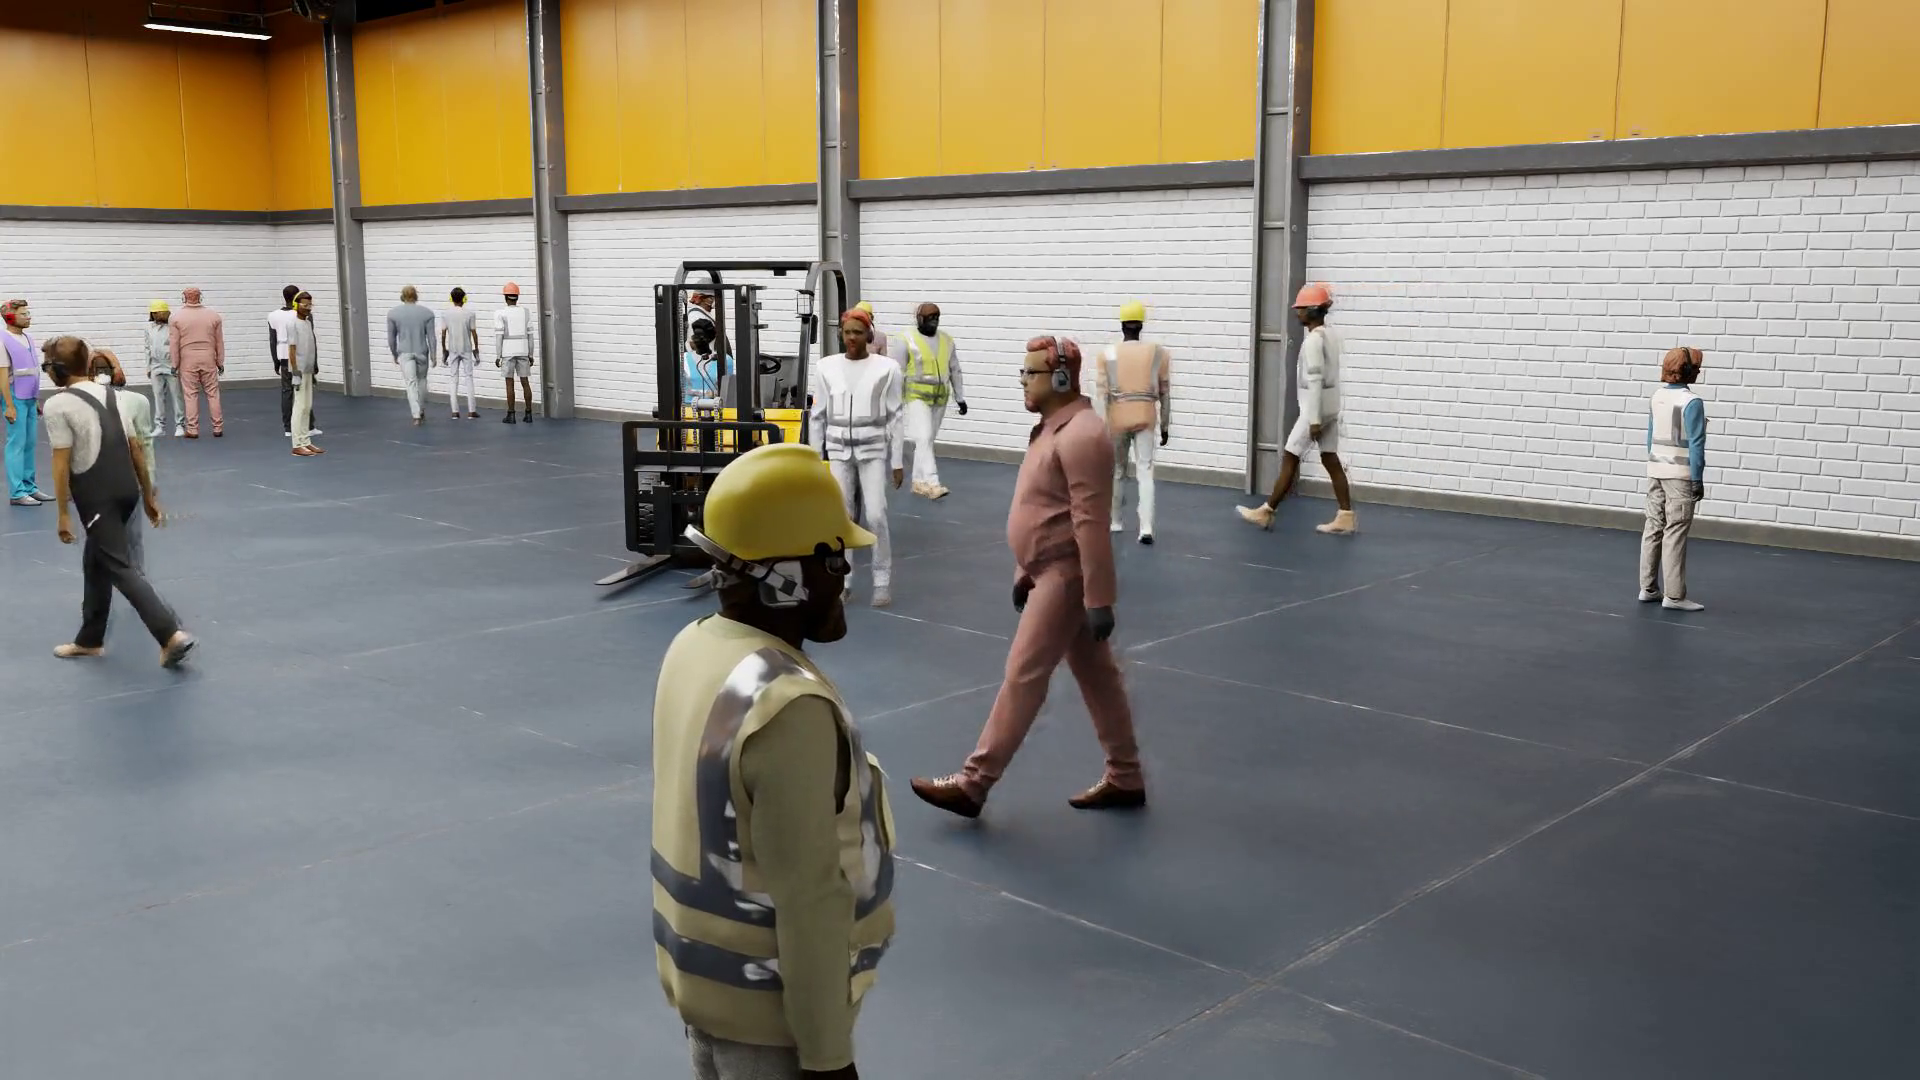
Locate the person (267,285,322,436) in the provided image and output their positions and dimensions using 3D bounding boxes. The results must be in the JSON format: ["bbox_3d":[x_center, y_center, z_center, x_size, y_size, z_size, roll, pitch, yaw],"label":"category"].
[{"bbox_3d":[-8.442,-2.265,21.095,0.587,1.914,0.390,0,9,3],"label":"person"}]

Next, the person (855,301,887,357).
[{"bbox_3d":[-1.042,-1.719,18.189,0.524,1.769,0.314,-5,10,-27],"label":"person"}]

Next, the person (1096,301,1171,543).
[{"bbox_3d":[1.358,-0.929,13.034,0.607,1.881,1.011,-1,9,-3],"label":"person"}]

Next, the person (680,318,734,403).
[{"bbox_3d":[-2.219,-1.083,14.493,0.536,1.699,0.322,-1,9,-6],"label":"person"}]

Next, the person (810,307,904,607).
[{"bbox_3d":[-0.649,-0.518,10.476,0.590,1.880,0.376,2,9,12],"label":"person"}]

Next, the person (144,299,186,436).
[{"bbox_3d":[-10.066,-2.174,21.056,0.488,1.740,0.318,0,9,0],"label":"person"}]

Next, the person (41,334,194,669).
[{"bbox_3d":[-4.474,-0.200,8.842,0.942,1.795,0.547,2,10,13],"label":"person"}]

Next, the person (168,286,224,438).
[{"bbox_3d":[-9.585,-2.228,20.887,0.651,1.906,0.401,-7,12,-38],"label":"person"}]

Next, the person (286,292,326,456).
[{"bbox_3d":[-7.470,-1.891,18.957,0.327,1.863,0.514,0,9,2],"label":"person"}]

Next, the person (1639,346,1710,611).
[{"bbox_3d":[4.457,-0.382,10.381,0.307,1.641,0.514,-2,9,-11],"label":"person"}]

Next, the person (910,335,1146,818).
[{"bbox_3d":[0.288,0.155,6.390,0.981,1.858,0.674,-1,9,-4],"label":"person"}]

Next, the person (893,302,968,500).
[{"bbox_3d":[-0.238,-1.282,15.375,0.647,1.800,0.890,-7,11,-35],"label":"person"}]

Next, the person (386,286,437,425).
[{"bbox_3d":[-7.523,-2.532,22.842,0.620,1.872,1.098,-4,10,-25],"label":"person"}]

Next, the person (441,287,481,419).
[{"bbox_3d":[-7.078,-2.648,23.578,0.533,1.868,0.310,-1,9,-4],"label":"person"}]

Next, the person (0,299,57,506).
[{"bbox_3d":[-8.457,-1.232,14.949,0.386,1.849,0.568,-1,9,-6],"label":"person"}]

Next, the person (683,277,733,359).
[{"bbox_3d":[-2.770,-1.879,18.333,0.535,2.000,0.679,-1,9,-7],"label":"person"}]

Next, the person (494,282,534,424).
[{"bbox_3d":[-6.140,-2.569,22.879,0.552,1.934,0.373,-7,11,-35],"label":"person"}]

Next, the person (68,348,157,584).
[{"bbox_3d":[-5.266,-0.370,10.323,0.507,1.632,0.275,-6,11,-30],"label":"person"}]

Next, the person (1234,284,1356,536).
[{"bbox_3d":[2.728,-1.032,13.285,0.995,1.990,0.626,5,11,30],"label":"person"}]

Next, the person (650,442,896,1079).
[{"bbox_3d":[-0.314,0.748,2.859,0.404,1.834,0.592,-5,10,-26],"label":"person"}]

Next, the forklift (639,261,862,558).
[{"bbox_3d":[-1.552,-1.040,12.721,1.214,2.155,2.313,2,9,11],"label":"forklift"}]
